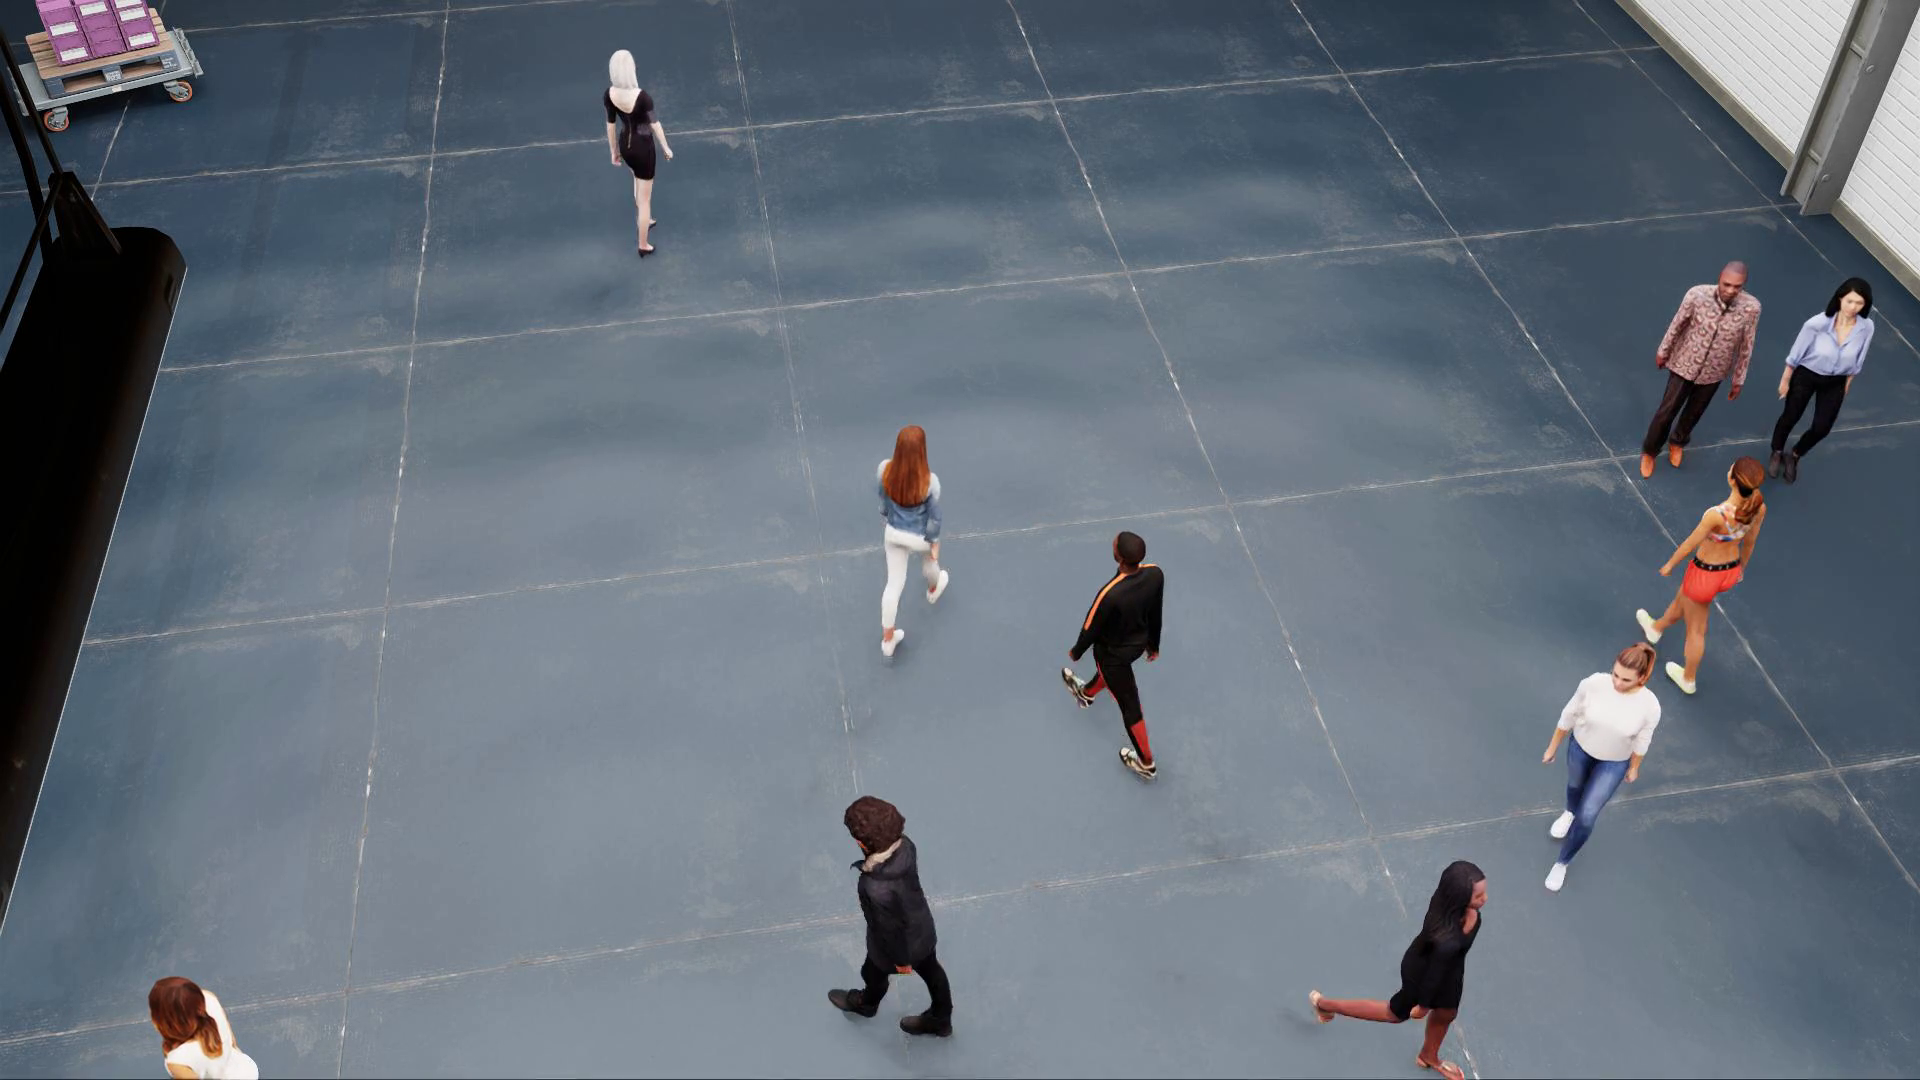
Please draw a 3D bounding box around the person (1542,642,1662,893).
[{"bbox_3d":[3.629,1.157,9.372,0.955,1.695,0.990,31,52,28],"label":"person"}]

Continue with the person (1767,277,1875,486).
[{"bbox_3d":[6.057,-1.162,11.780,0.779,1.732,0.784,10,44,10],"label":"person"}]

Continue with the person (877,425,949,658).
[{"bbox_3d":[-0.359,0.033,10.577,0.995,1.659,1.188,16,46,16],"label":"person"}]

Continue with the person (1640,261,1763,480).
[{"bbox_3d":[5.303,-1.305,11.889,0.898,1.787,0.951,10,45,10],"label":"person"}]

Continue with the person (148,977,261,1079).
[{"bbox_3d":[-3.429,2.581,7.812,0.683,1.785,0.523,1,44,1],"label":"person"}]

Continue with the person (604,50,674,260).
[{"bbox_3d":[-2.715,-3.145,13.803,0.820,1.812,0.920,16,46,16],"label":"person"}]

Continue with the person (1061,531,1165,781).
[{"bbox_3d":[1.012,0.715,9.790,1.013,1.758,1.261,-29,51,-27],"label":"person"}]

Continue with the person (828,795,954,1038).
[{"bbox_3d":[-0.231,2.023,8.447,0.964,1.717,0.992,8,44,8],"label":"person"}]

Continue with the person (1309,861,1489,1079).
[{"bbox_3d":[2.273,2.136,8.347,1.096,1.691,1.112,19,47,19],"label":"person"}]

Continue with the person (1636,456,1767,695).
[{"bbox_3d":[4.666,0.281,10.237,0.689,1.769,0.958,-13,45,-13],"label":"person"}]
